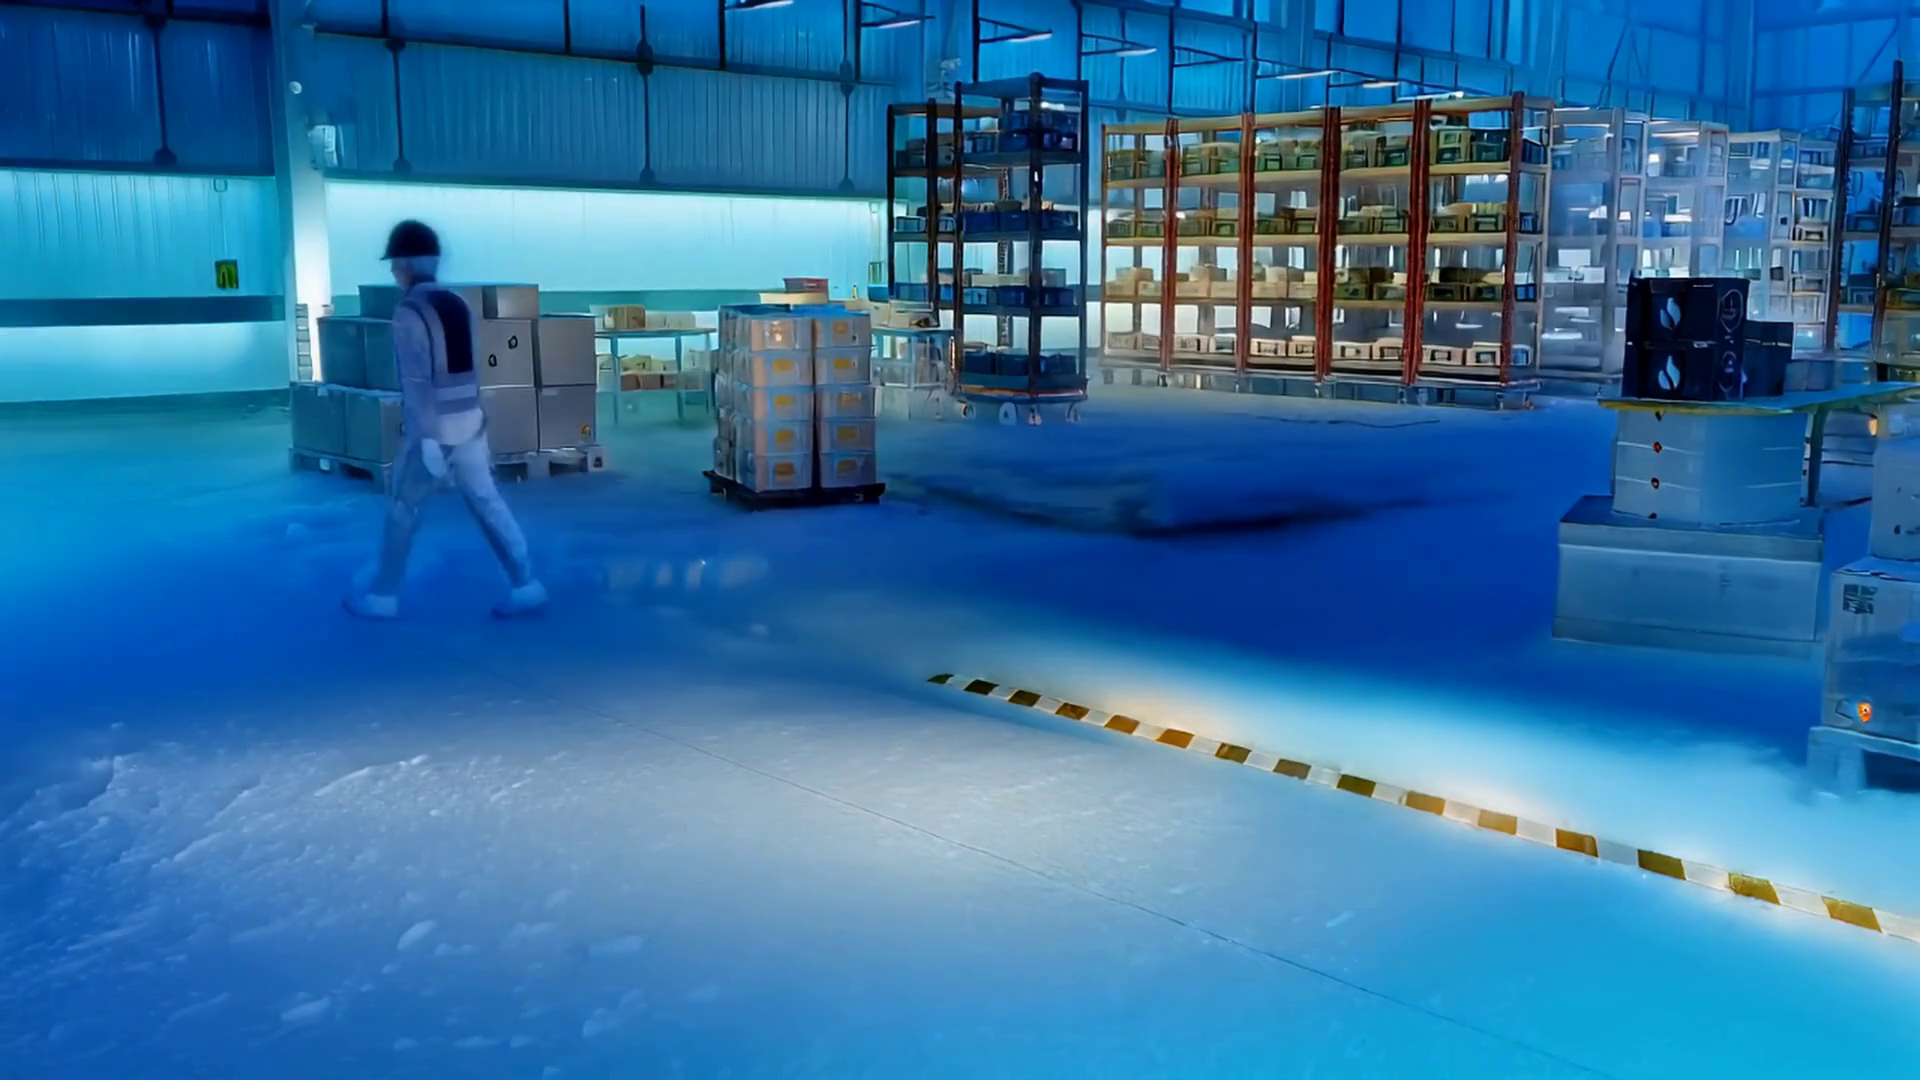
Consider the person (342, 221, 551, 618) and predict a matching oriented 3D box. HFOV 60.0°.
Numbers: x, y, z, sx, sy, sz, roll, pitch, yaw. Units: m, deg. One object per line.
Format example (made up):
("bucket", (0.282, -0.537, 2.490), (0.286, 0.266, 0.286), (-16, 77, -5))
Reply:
("person", (-2.445, -0.547, 7.883), (1.010, 1.904, 0.606), (2, 10, 14))
